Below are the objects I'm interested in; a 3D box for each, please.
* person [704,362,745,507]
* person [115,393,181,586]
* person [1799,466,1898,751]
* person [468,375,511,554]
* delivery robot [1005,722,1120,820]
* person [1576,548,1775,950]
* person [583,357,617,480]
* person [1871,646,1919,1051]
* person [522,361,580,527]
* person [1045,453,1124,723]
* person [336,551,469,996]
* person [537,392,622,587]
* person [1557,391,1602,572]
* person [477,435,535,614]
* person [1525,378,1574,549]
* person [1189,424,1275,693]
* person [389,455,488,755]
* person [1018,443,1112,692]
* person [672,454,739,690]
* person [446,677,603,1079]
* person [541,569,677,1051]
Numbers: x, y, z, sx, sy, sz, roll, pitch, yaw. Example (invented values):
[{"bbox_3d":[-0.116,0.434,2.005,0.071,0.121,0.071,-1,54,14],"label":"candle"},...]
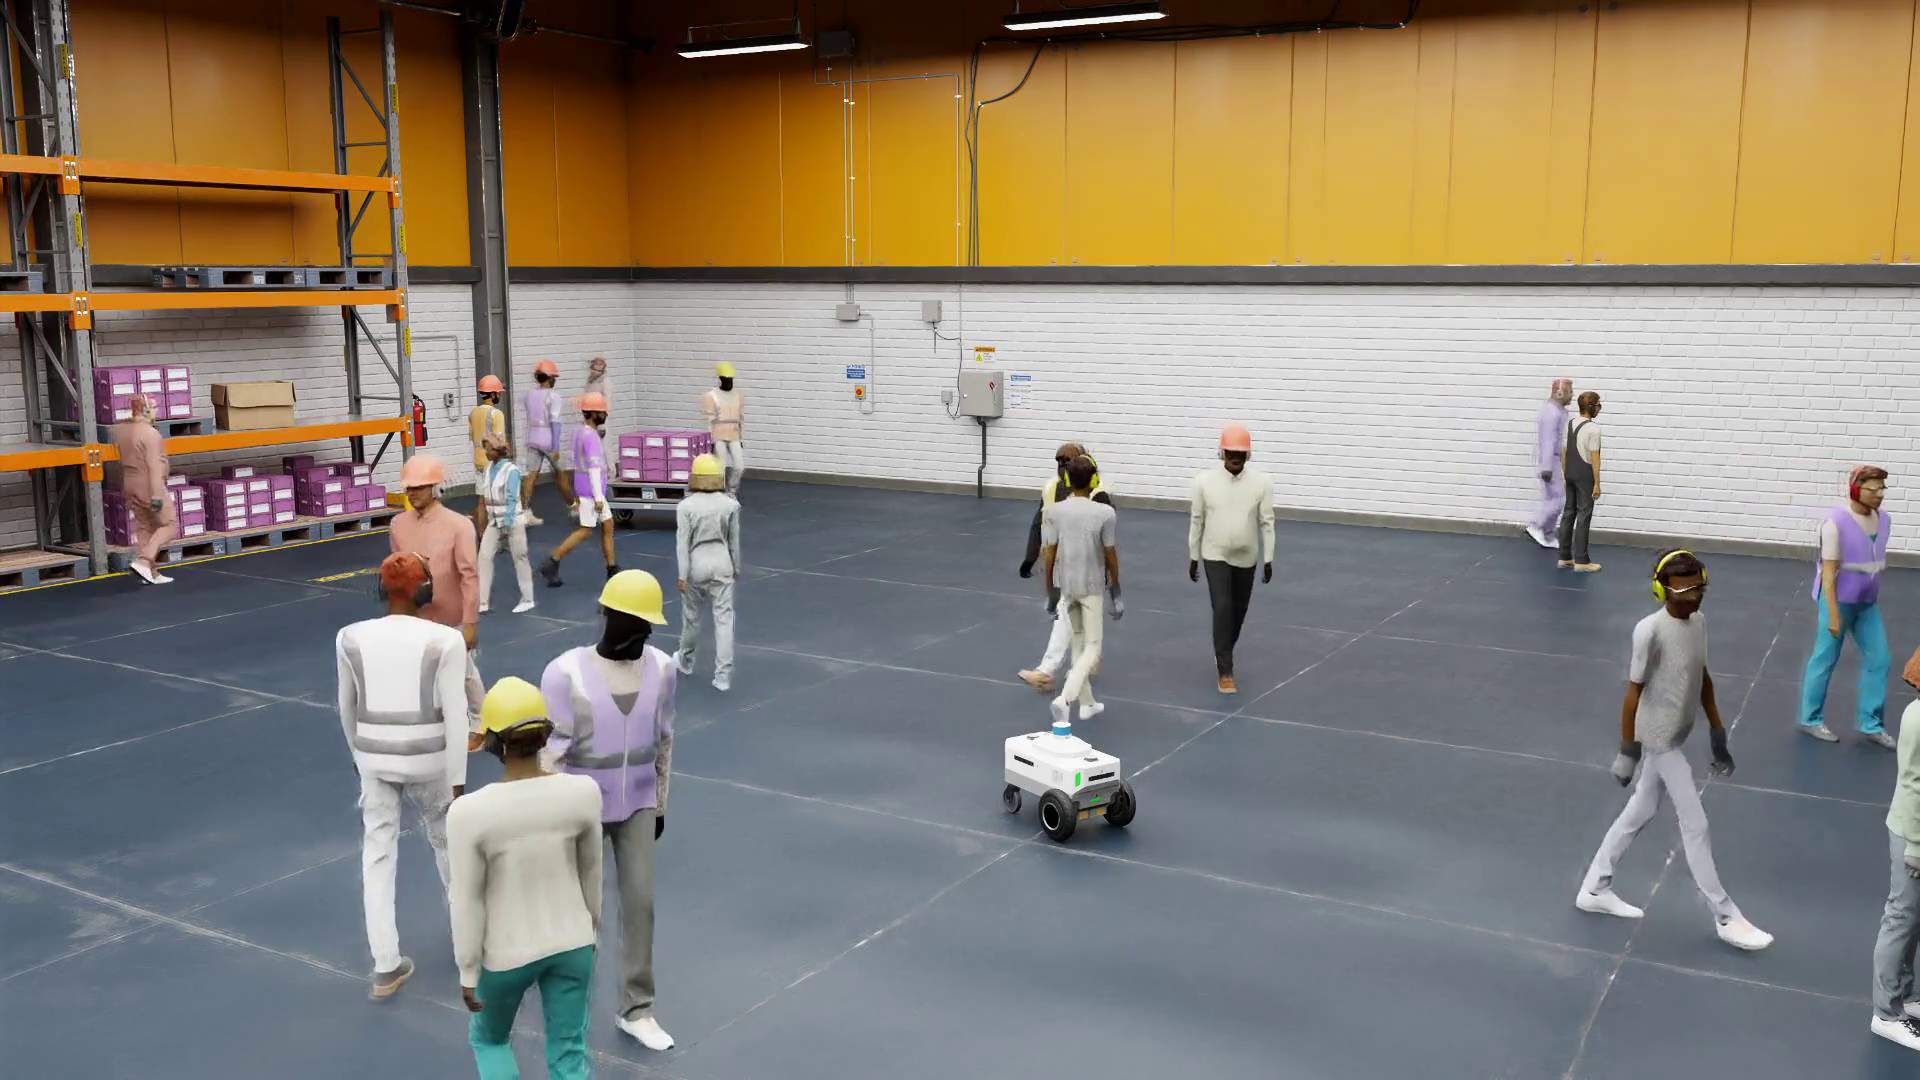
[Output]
[{"bbox_3d":[-2.987,-1.319,21.267,0.588,1.911,0.425,-7,11,-35],"label":"person"},{"bbox_3d":[-7.853,-0.476,16.067,0.648,1.895,0.452,6,11,32],"label":"person"},{"bbox_3d":[5.733,0.438,10.578,0.590,1.813,0.772,-4,10,-23],"label":"person"},{"bbox_3d":[-5.075,-0.817,18.037,0.545,1.939,0.373,7,12,38],"label":"person"},{"bbox_3d":[0.557,1.247,9.168,0.477,0.478,0.707,-6,11,-34],"label":"delivery robot"},{"bbox_3d":[3.281,0.930,7.569,0.931,1.806,0.500,7,12,38],"label":"person"},{"bbox_3d":[-5.128,-1.654,23.498,0.395,1.872,0.747,-7,11,-36],"label":"person"},{"bbox_3d":[3.824,1.172,6.572,0.282,1.633,0.498,8,12,42],"label":"person"},{"bbox_3d":[-4.995,-1.177,20.169,0.610,1.974,1.059,5,10,27],"label":"person"},{"bbox_3d":[0.799,0.351,11.060,0.523,1.842,0.842,5,11,30],"label":"person"},{"bbox_3d":[-2.392,0.956,7.258,0.592,1.841,0.926,0,9,-2],"label":"person"},{"bbox_3d":[-3.649,-0.485,16.110,0.912,1.909,0.554,-3,10,-17],"label":"person"},{"bbox_3d":[6.346,-0.599,16.974,0.326,1.842,0.517,-3,10,-19],"label":"person"},{"bbox_3d":[-4.102,-0.116,14.700,0.519,1.608,0.759,7,11,37],"label":"person"},{"bbox_3d":[6.537,-0.825,18.213,0.425,1.892,0.664,4,10,24],"label":"person"},{"bbox_3d":[2.010,0.090,12.372,0.627,1.958,0.984,0,9,1],"label":"person"},{"bbox_3d":[-3.209,0.442,10.183,0.631,1.945,1.010,2,9,14],"label":"person"},{"bbox_3d":[0.728,0.190,12.188,0.918,1.796,0.633,-7,11,-36],"label":"person"},{"bbox_3d":[-1.884,0.214,12.302,0.511,1.699,0.864,-4,10,-26],"label":"person"},{"bbox_3d":[-1.373,1.311,5.340,0.528,1.750,0.421,-5,11,-30],"label":"person"},{"bbox_3d":[-1.443,1.031,6.710,0.607,1.891,0.859,-6,11,-33],"label":"person"}]
